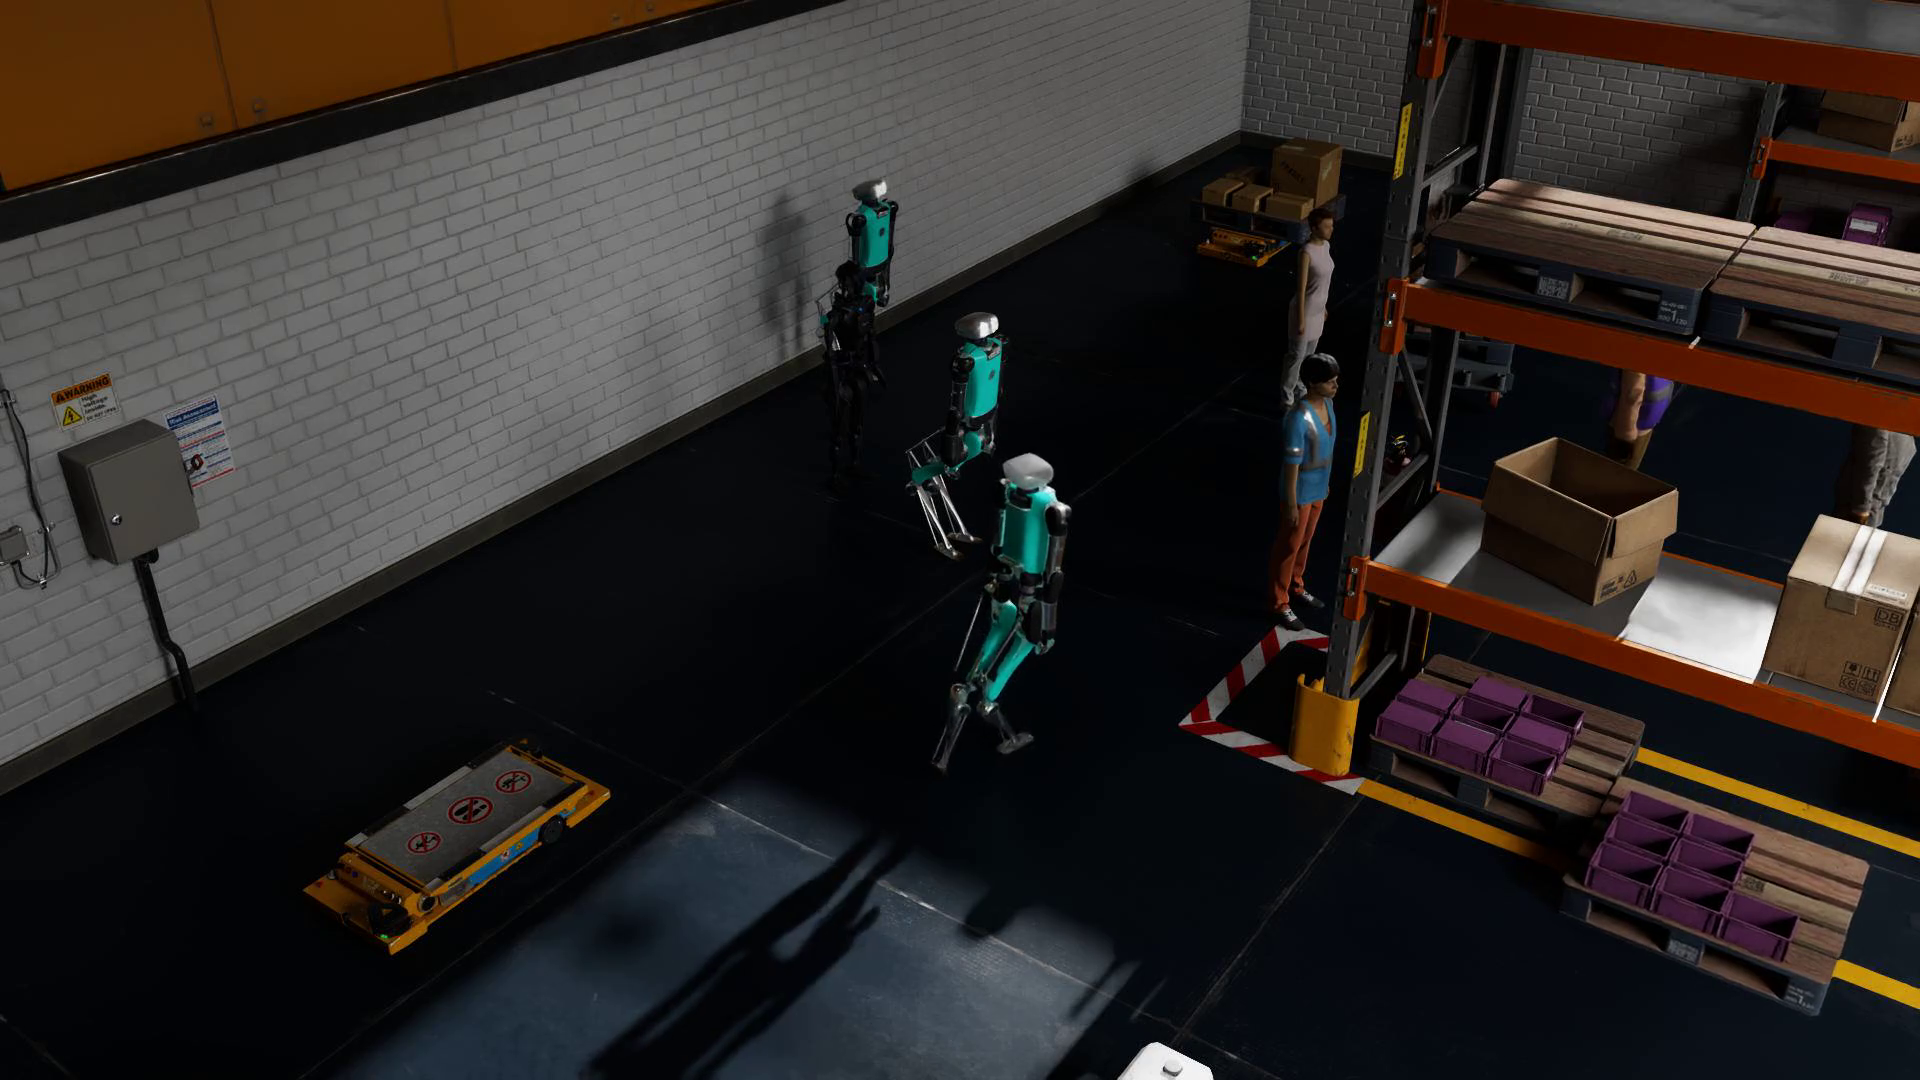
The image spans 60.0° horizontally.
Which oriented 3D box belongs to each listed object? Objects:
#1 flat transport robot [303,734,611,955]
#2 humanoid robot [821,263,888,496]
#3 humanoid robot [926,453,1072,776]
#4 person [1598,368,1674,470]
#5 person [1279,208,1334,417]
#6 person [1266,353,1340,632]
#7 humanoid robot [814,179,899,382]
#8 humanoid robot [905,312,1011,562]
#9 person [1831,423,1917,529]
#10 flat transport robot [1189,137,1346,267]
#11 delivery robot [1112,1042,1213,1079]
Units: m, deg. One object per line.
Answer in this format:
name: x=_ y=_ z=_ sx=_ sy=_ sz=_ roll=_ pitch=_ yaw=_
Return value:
flat transport robot: x=-2.526 y=1.502 z=8.434 sx=0.659 sy=0.231 sz=1.431 roll=19 pitch=35 yaw=30
humanoid robot: x=-0.766 y=-1.138 z=11.592 sx=0.307 sy=1.655 sz=0.609 roll=19 pitch=35 yaw=30
humanoid robot: x=0.148 y=0.503 z=8.786 sx=0.848 sy=1.867 sz=0.551 roll=-23 pitch=37 yaw=-34
person: x=4.332 y=-0.769 z=10.708 sx=0.403 sy=1.933 sz=0.543 roll=19 pitch=35 yaw=30
person: x=2.654 y=-1.708 z=12.606 sx=0.280 sy=1.660 sz=0.457 roll=19 pitch=35 yaw=30
person: x=2.095 y=-0.302 z=10.064 sx=0.322 sy=1.766 sz=0.504 roll=19 pitch=35 yaw=30
humanoid robot: x=-0.863 y=-2.003 z=12.908 sx=0.735 sy=1.681 sz=0.533 roll=19 pitch=35 yaw=30
humanoid robot: x=-0.079 y=-0.700 z=10.651 sx=0.735 sy=1.677 sz=0.533 roll=19 pitch=35 yaw=30
person: x=5.441 y=-0.287 z=9.975 sx=0.365 sy=1.832 sz=0.513 roll=19 pitch=35 yaw=30
flat transport robot: x=2.944 y=-3.013 z=16.266 sx=0.659 sy=0.231 sz=1.431 roll=19 pitch=35 yaw=30
delivery robot: x=0.714 y=2.367 z=6.619 sx=0.499 sy=0.566 sz=0.739 roll=19 pitch=35 yaw=30
